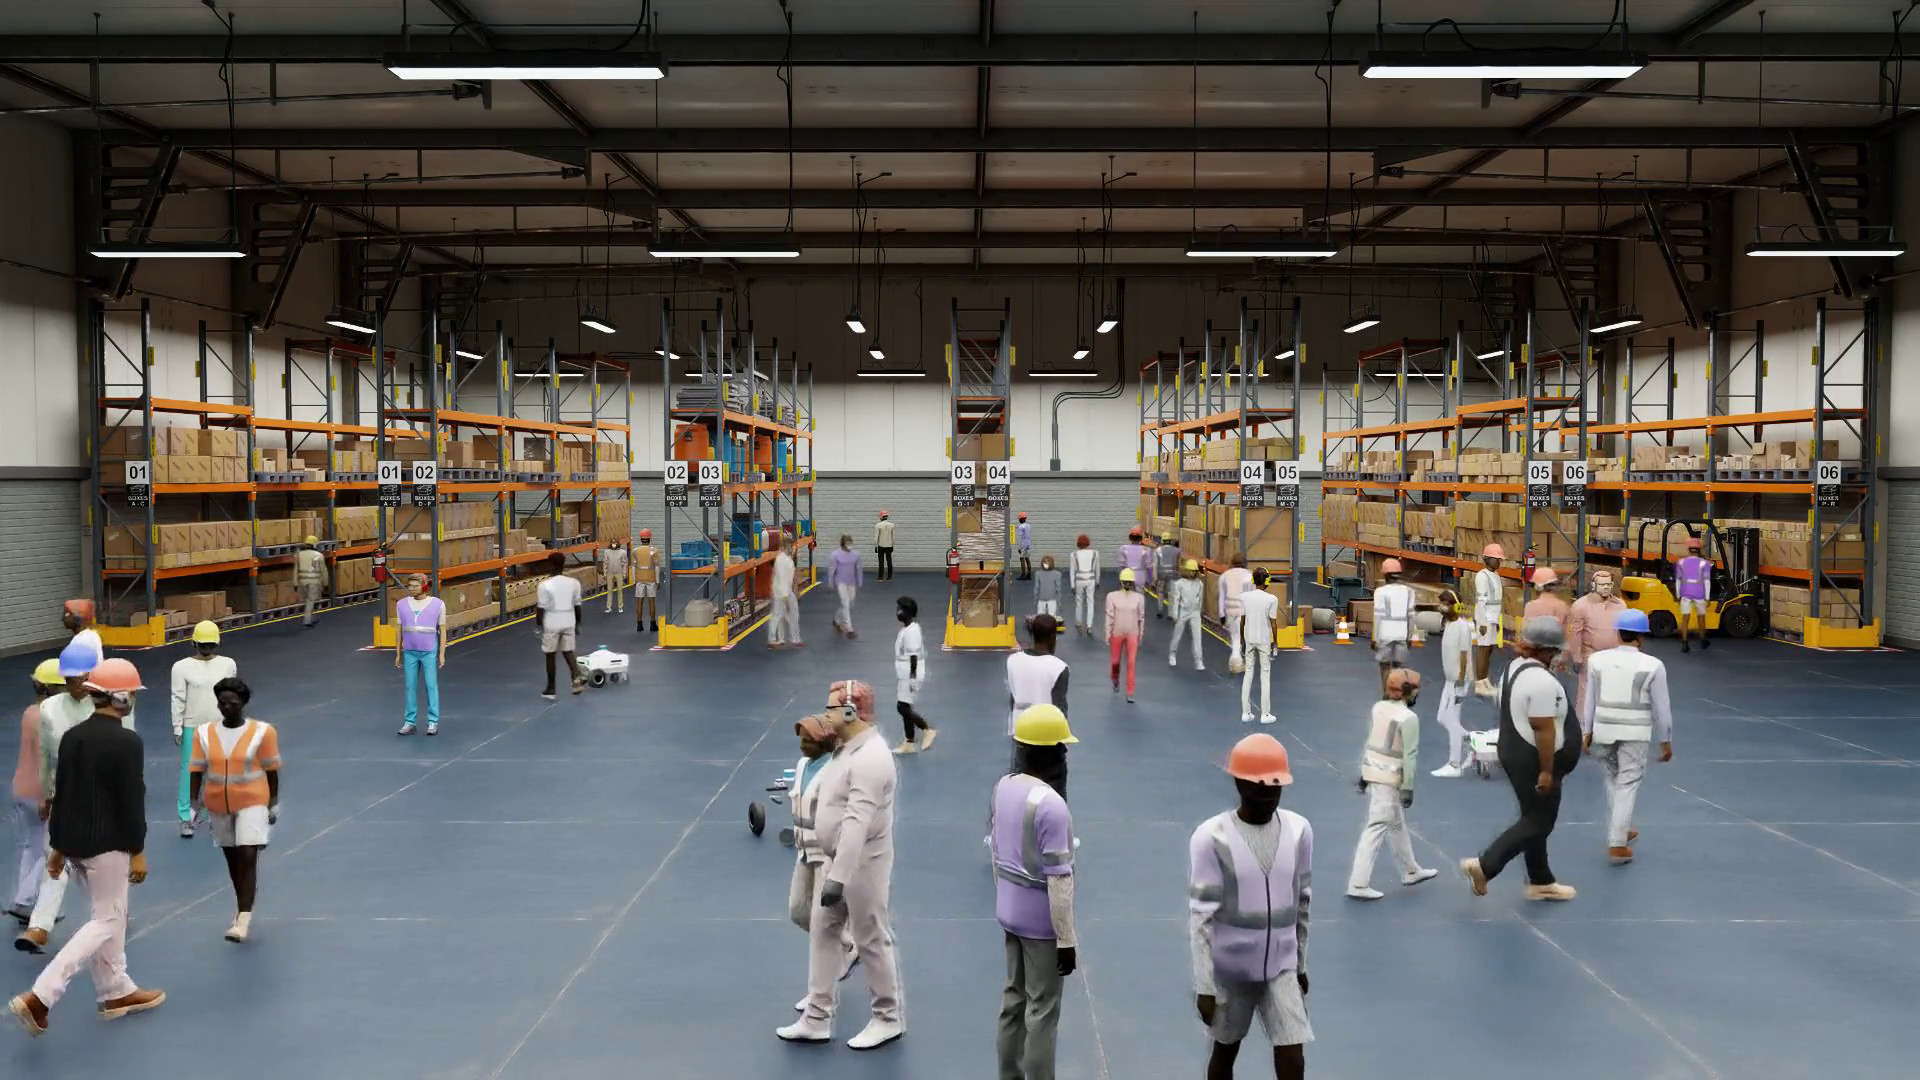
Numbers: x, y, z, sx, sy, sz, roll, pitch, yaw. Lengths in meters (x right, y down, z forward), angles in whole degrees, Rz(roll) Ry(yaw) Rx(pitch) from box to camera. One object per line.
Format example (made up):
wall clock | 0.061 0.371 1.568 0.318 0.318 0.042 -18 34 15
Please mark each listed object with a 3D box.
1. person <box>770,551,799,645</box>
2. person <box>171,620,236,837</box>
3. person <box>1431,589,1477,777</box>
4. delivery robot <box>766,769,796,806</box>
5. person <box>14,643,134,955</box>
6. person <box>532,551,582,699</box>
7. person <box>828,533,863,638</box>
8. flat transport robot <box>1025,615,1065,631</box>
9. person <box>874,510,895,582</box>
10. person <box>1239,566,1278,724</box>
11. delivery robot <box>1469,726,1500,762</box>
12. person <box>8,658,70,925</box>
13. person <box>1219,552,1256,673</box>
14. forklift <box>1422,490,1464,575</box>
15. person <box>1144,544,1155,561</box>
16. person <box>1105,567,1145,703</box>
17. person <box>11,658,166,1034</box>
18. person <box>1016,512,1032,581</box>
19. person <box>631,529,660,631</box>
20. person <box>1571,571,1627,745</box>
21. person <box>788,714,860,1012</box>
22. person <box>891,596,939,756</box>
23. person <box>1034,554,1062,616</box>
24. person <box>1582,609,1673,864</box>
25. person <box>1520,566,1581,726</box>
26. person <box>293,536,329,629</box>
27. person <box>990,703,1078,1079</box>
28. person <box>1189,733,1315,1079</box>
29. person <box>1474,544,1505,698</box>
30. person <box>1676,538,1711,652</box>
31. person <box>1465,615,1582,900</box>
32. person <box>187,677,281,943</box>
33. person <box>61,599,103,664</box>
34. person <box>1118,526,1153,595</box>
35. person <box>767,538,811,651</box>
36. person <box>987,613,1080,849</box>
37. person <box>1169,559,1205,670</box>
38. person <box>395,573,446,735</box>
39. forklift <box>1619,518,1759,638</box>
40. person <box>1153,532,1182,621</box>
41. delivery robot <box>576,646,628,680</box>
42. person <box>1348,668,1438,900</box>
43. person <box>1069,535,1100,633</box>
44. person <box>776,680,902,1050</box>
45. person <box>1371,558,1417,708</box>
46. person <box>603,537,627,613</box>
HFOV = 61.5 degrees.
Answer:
person | -3.040 1.006 28.124 0.513 1.630 0.444 1 3 27
person | -6.194 1.535 13.276 0.338 1.757 0.530 2 3 44
person | 4.892 1.396 15.821 0.479 1.846 0.540 0 2 -6
delivery robot | -1.384 1.980 13.104 0.335 0.223 0.698 -1 2 -24
person | -5.457 1.593 10.018 0.623 1.892 1.008 0 2 -6
person | -5.289 1.122 21.272 0.636 1.951 0.626 -2 3 -40
person | -2.134 0.817 29.568 0.647 1.905 0.909 -2 3 -35
flat transport robot | 1.621 1.585 30.957 0.652 0.197 1.431 0 2 -2
person | -2.112 0.162 45.010 0.615 1.987 0.407 -1 3 -31
person | 3.574 1.246 19.310 0.504 1.862 0.330 1 3 33
delivery robot | 5.352 2.002 15.786 0.707 0.478 0.477 1 2 13
person | -5.964 1.647 10.545 0.394 1.748 0.558 -2 3 -44
person | 4.127 1.082 23.967 0.626 1.817 0.770 2 3 37
forklift | 13.926 -0.371 47.846 1.873 2.768 1.129 0 2 0
person | 5.276 0.245 44.926 0.469 1.823 0.623 1 3 28
person | 2.157 1.224 21.167 0.538 1.750 0.559 0 2 -1
person | -4.648 1.619 8.562 0.636 1.970 0.816 1 3 33
person | 1.782 0.170 45.556 0.386 1.929 0.547 2 3 37
person | -5.955 0.754 30.639 0.545 1.942 0.353 0 2 2
person | 7.012 1.287 17.653 0.651 1.906 0.401 0 2 -7
person | -0.737 1.769 9.015 0.441 1.626 0.527 -2 3 -35
person | -0.509 1.427 16.903 0.413 1.680 0.546 0 2 -12
person | 1.495 1.043 27.398 0.500 1.621 0.434 1 2 21
person | 5.199 1.489 12.473 0.904 1.906 0.645 -2 3 -42
person | 6.320 1.269 17.346 0.616 1.974 0.837 -2 3 -34
person | -12.508 0.812 31.191 0.623 1.780 0.935 0 2 8
person | 0.350 1.691 7.218 0.367 1.928 0.584 -1 3 -27
person | 1.219 1.734 6.474 0.573 1.894 0.960 -1 2 -14
person | 7.090 1.066 21.573 0.395 2.040 0.609 2 3 35
person | 12.356 0.917 27.153 0.571 1.891 0.895 2 3 39
person | 3.851 1.504 11.062 0.786 2.000 0.695 0 2 -2
person | -4.624 1.702 10.225 0.538 1.648 0.858 0 2 -2
person | -7.678 1.444 14.280 0.561 1.869 0.583 -1 2 -20
person | 3.247 0.756 29.831 0.639 2.001 0.963 0 2 10
person | -2.864 0.915 27.149 0.852 1.891 0.693 0 2 10
person | 0.582 1.503 12.460 0.589 1.888 0.925 2 3 37
person | 3.462 1.115 24.768 0.496 1.685 0.946 -1 2 -15
person | -6.139 1.290 18.402 0.571 1.838 0.373 0 2 2
forklift | 13.417 0.684 29.791 2.313 2.155 1.214 0 2 0
person | 4.208 0.738 32.862 0.595 1.801 0.756 0 2 0
delivery robot | -5.024 1.727 22.695 0.477 0.478 0.707 2 3 44
person | 3.066 1.697 11.301 0.839 1.586 0.525 -1 2 -14
person | 2.337 0.831 30.283 0.586 1.832 1.031 0 2 -2
person | -0.585 1.670 8.304 0.625 1.882 0.685 -1 2 -20
person | 5.414 1.185 20.115 0.551 1.924 0.534 -1 2 -19
person | -7.400 0.748 34.612 0.499 1.633 0.286 0 2 -4
